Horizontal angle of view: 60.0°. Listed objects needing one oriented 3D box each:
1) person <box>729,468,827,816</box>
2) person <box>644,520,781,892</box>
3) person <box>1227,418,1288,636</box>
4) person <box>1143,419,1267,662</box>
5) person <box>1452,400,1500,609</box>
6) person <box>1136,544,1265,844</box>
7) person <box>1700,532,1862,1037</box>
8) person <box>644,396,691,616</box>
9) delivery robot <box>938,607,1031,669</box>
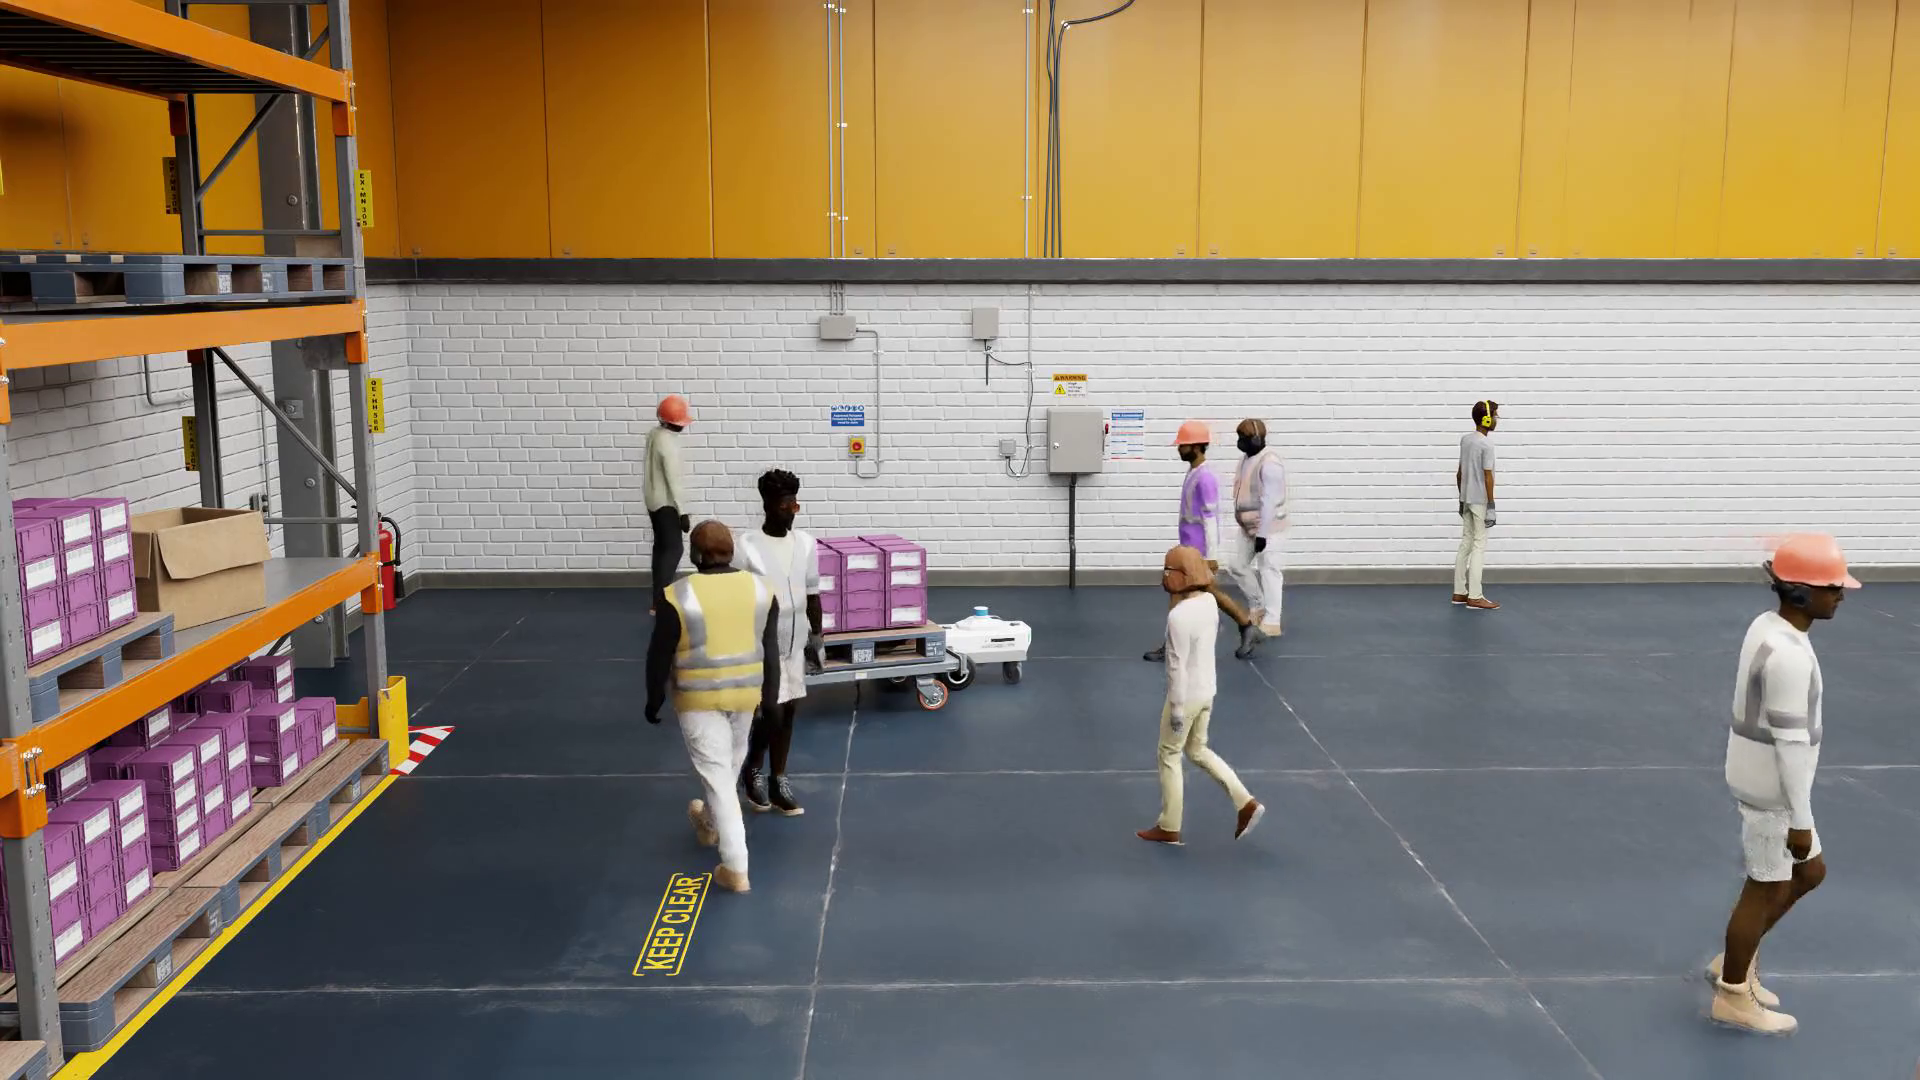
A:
[{"bbox_3d":[-1.005,0.573,9.169,0.415,1.951,0.638,9,13,44],"label":"person"},{"bbox_3d":[-1.270,0.787,8.357,0.635,1.784,0.980,-6,11,-32],"label":"person"},{"bbox_3d":[2.467,-0.096,13.714,0.443,1.820,0.637,-3,10,-16],"label":"person"},{"bbox_3d":[1.924,0.016,12.793,0.921,1.899,0.561,0,9,2],"label":"person"},{"bbox_3d":[4.649,-0.318,14.915,0.311,1.864,0.532,-2,10,-14],"label":"person"},{"bbox_3d":[1.251,0.826,8.679,0.585,1.618,0.499,6,11,34],"label":"person"},{"bbox_3d":[3.216,0.968,6.529,0.456,2.024,0.633,3,10,20],"label":"person"},{"bbox_3d":[-2.577,-0.292,14.549,0.386,1.942,0.707,-5,10,-27],"label":"person"},{"bbox_3d":[0.155,0.732,12.192,0.707,0.478,0.477,-2,9,-13],"label":"delivery robot"}]
